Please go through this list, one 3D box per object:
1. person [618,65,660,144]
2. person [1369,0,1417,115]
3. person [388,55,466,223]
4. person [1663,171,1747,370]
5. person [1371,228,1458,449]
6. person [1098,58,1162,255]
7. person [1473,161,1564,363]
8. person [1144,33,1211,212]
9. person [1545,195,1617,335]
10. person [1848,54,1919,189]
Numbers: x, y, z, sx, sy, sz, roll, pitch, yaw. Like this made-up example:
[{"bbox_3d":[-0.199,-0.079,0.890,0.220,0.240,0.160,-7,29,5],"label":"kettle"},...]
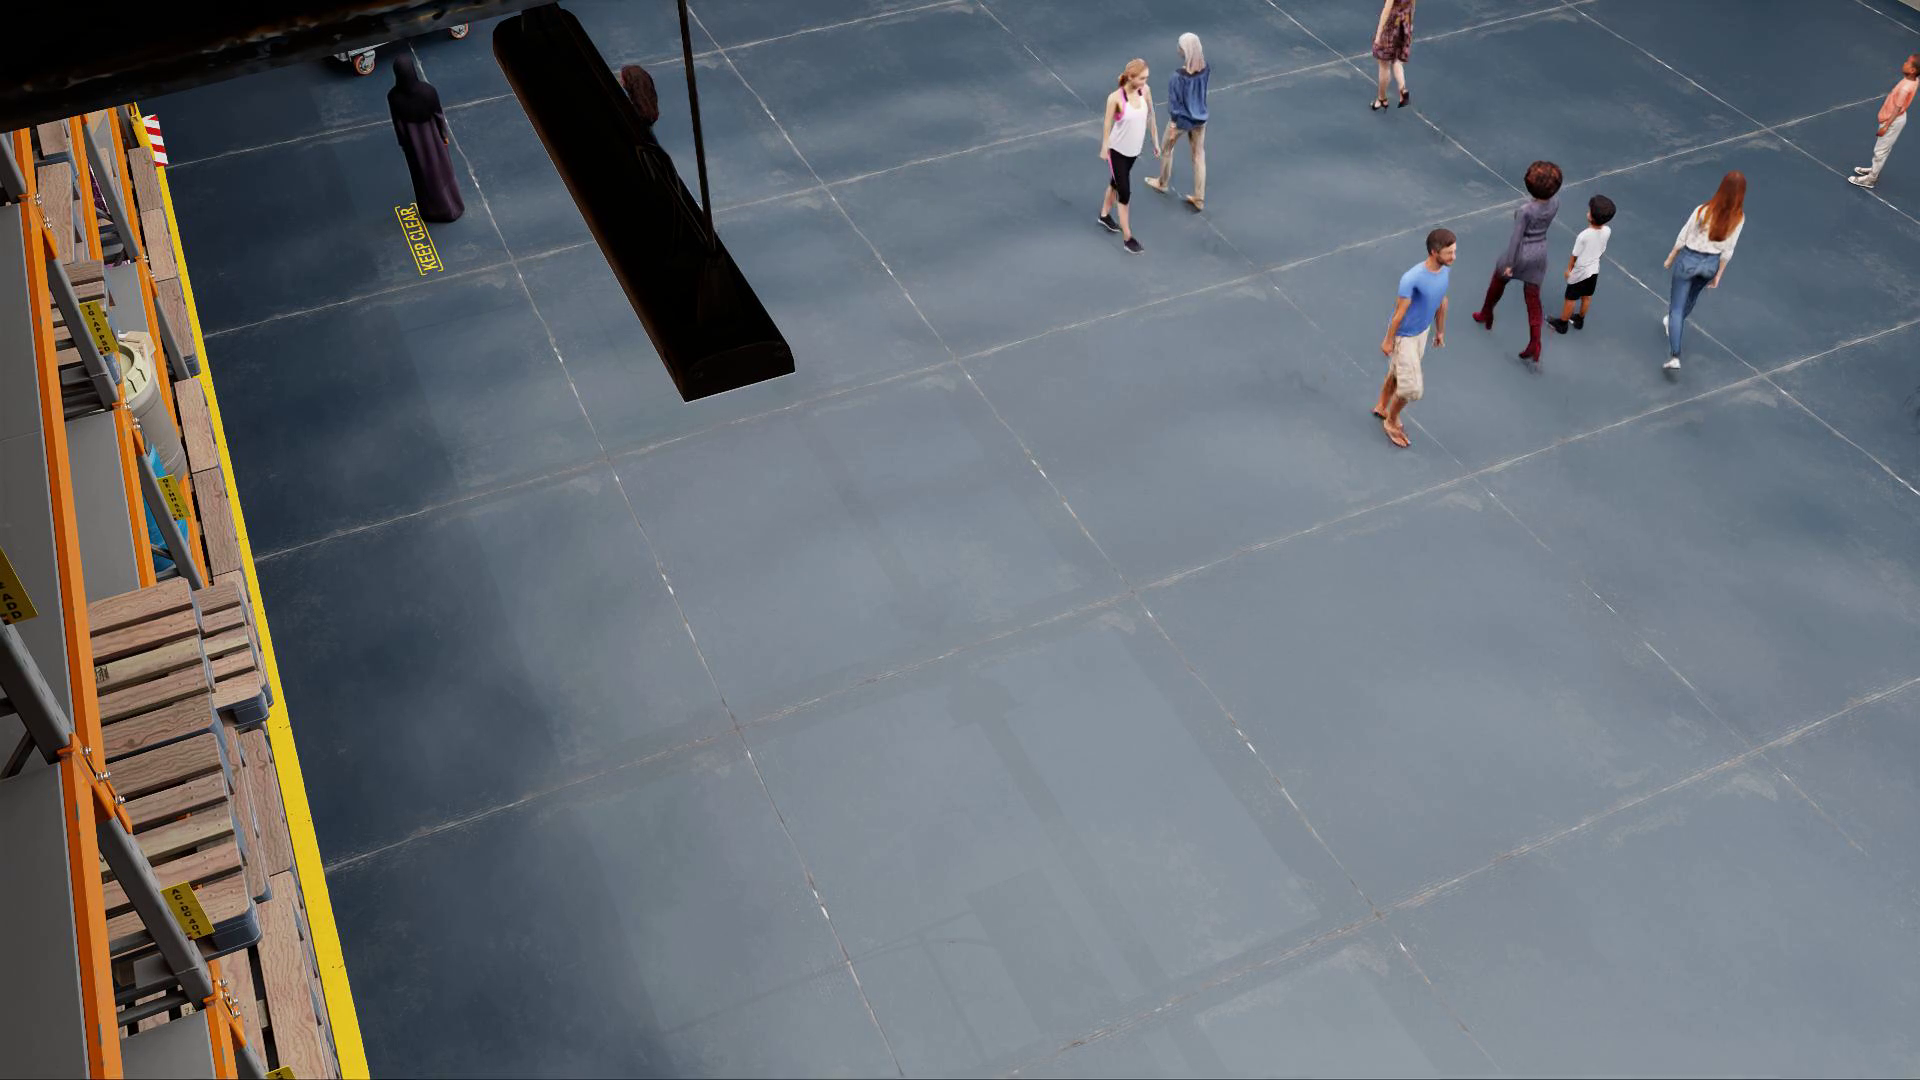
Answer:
[{"bbox_3d":[-2.749,-3.456,14.786,0.878,1.602,0.893,3,44,3],"label":"person"},{"bbox_3d":[4.298,-4.925,16.208,0.730,1.767,0.858,-30,51,-28],"label":"person"},{"bbox_3d":[-4.829,-3.612,14.940,0.626,1.615,0.622,-12,45,-12],"label":"person"},{"bbox_3d":[5.918,-2.141,13.334,0.974,1.701,1.169,5,44,5],"label":"person"},{"bbox_3d":[3.366,-1.626,12.687,0.758,1.846,0.811,-30,51,-27],"label":"person"},{"bbox_3d":[1.398,-3.484,14.706,0.725,1.752,1.032,-27,50,-25],"label":"person"},{"bbox_3d":[4.629,-2.214,13.433,0.693,1.670,1.099,-11,45,-12],"label":"person"},{"bbox_3d":[2.108,-3.730,15.024,0.748,1.670,0.962,-25,49,-24],"label":"person"},{"bbox_3d":[5.196,-2.280,13.802,0.479,1.256,0.474,-16,46,-16],"label":"person"},{"bbox_3d":[8.691,-3.911,15.475,0.588,1.311,0.557,28,50,26],"label":"person"}]
